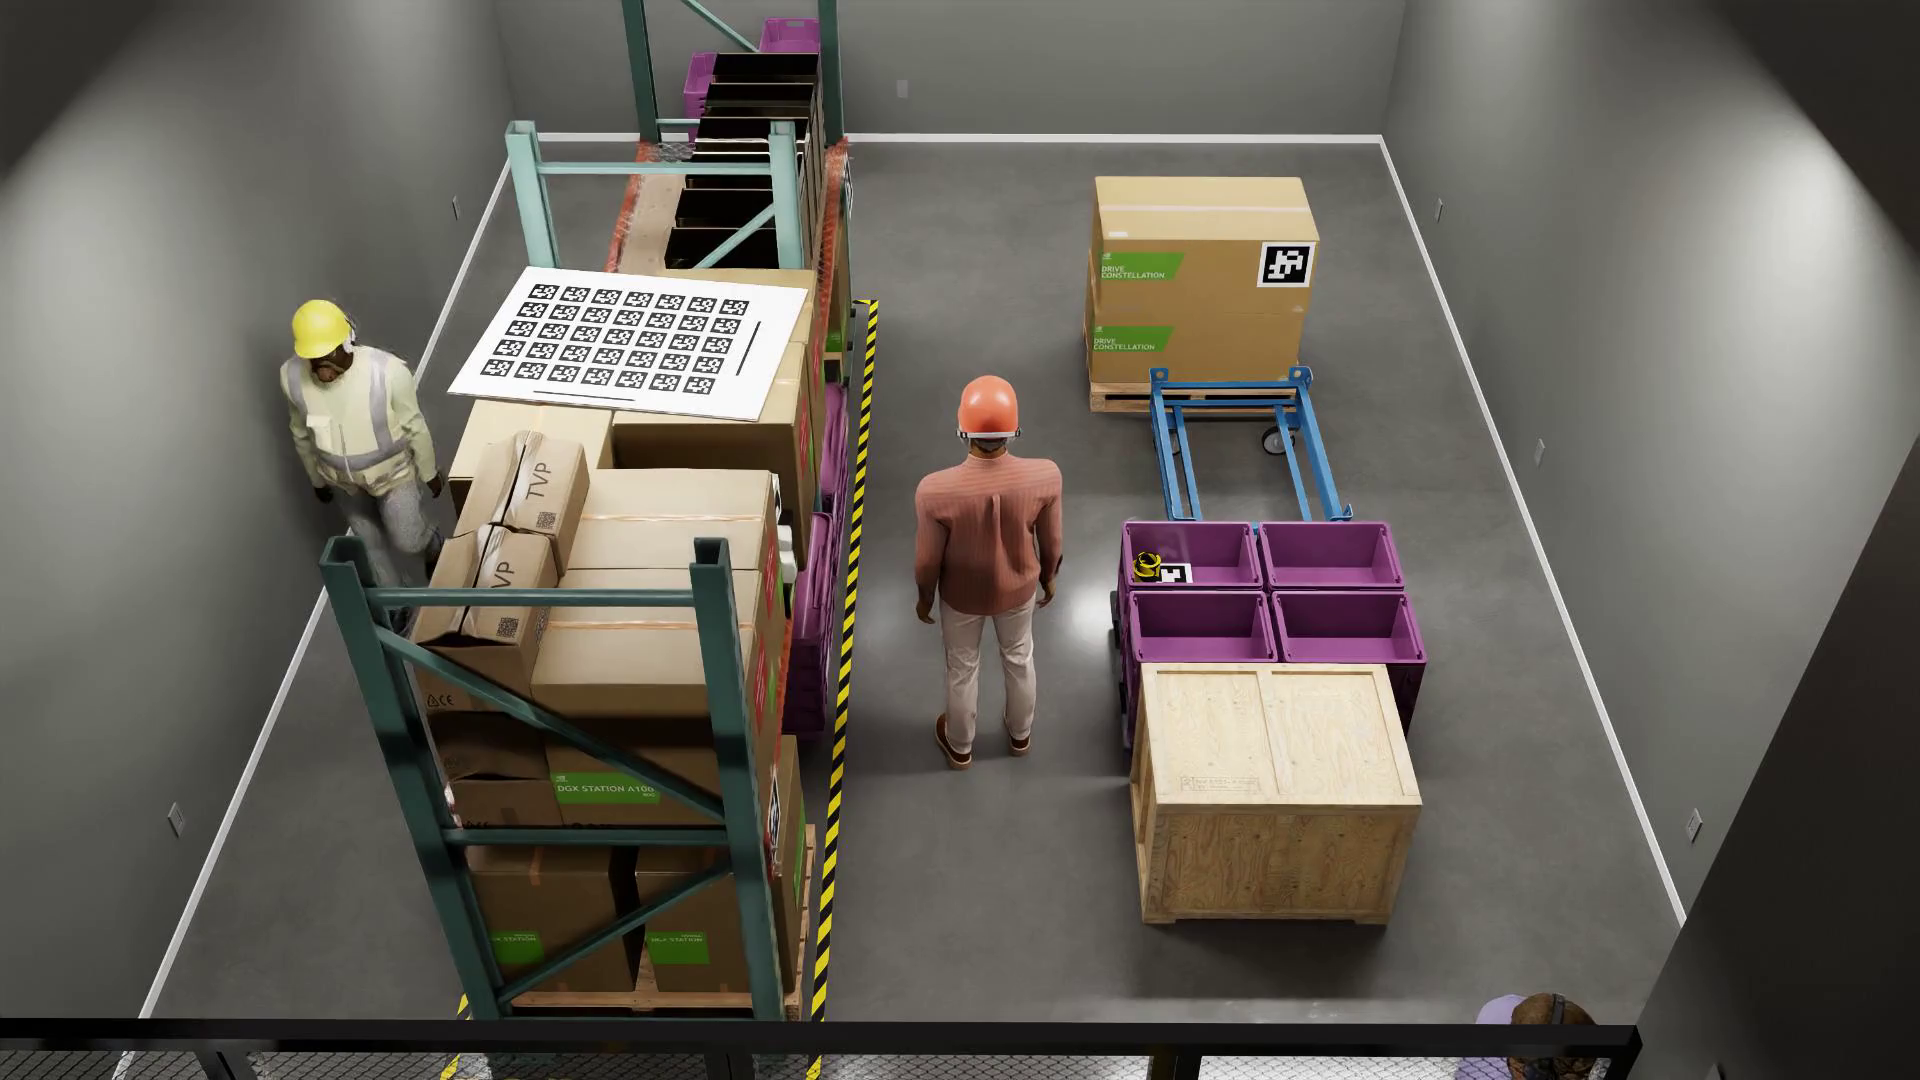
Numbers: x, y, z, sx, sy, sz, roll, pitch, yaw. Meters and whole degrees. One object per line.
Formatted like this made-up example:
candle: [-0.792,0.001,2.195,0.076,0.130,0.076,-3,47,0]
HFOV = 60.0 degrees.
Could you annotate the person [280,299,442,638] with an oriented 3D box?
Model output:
person: [-2.693,-0.347,7.595,0.614,1.820,0.466,1,41,1]

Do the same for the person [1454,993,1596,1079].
person: [1.532,1.934,4.908,0.370,1.941,0.627,11,42,13]

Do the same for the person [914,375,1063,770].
person: [0.110,0.165,6.883,0.622,1.993,0.371,-10,42,-11]
